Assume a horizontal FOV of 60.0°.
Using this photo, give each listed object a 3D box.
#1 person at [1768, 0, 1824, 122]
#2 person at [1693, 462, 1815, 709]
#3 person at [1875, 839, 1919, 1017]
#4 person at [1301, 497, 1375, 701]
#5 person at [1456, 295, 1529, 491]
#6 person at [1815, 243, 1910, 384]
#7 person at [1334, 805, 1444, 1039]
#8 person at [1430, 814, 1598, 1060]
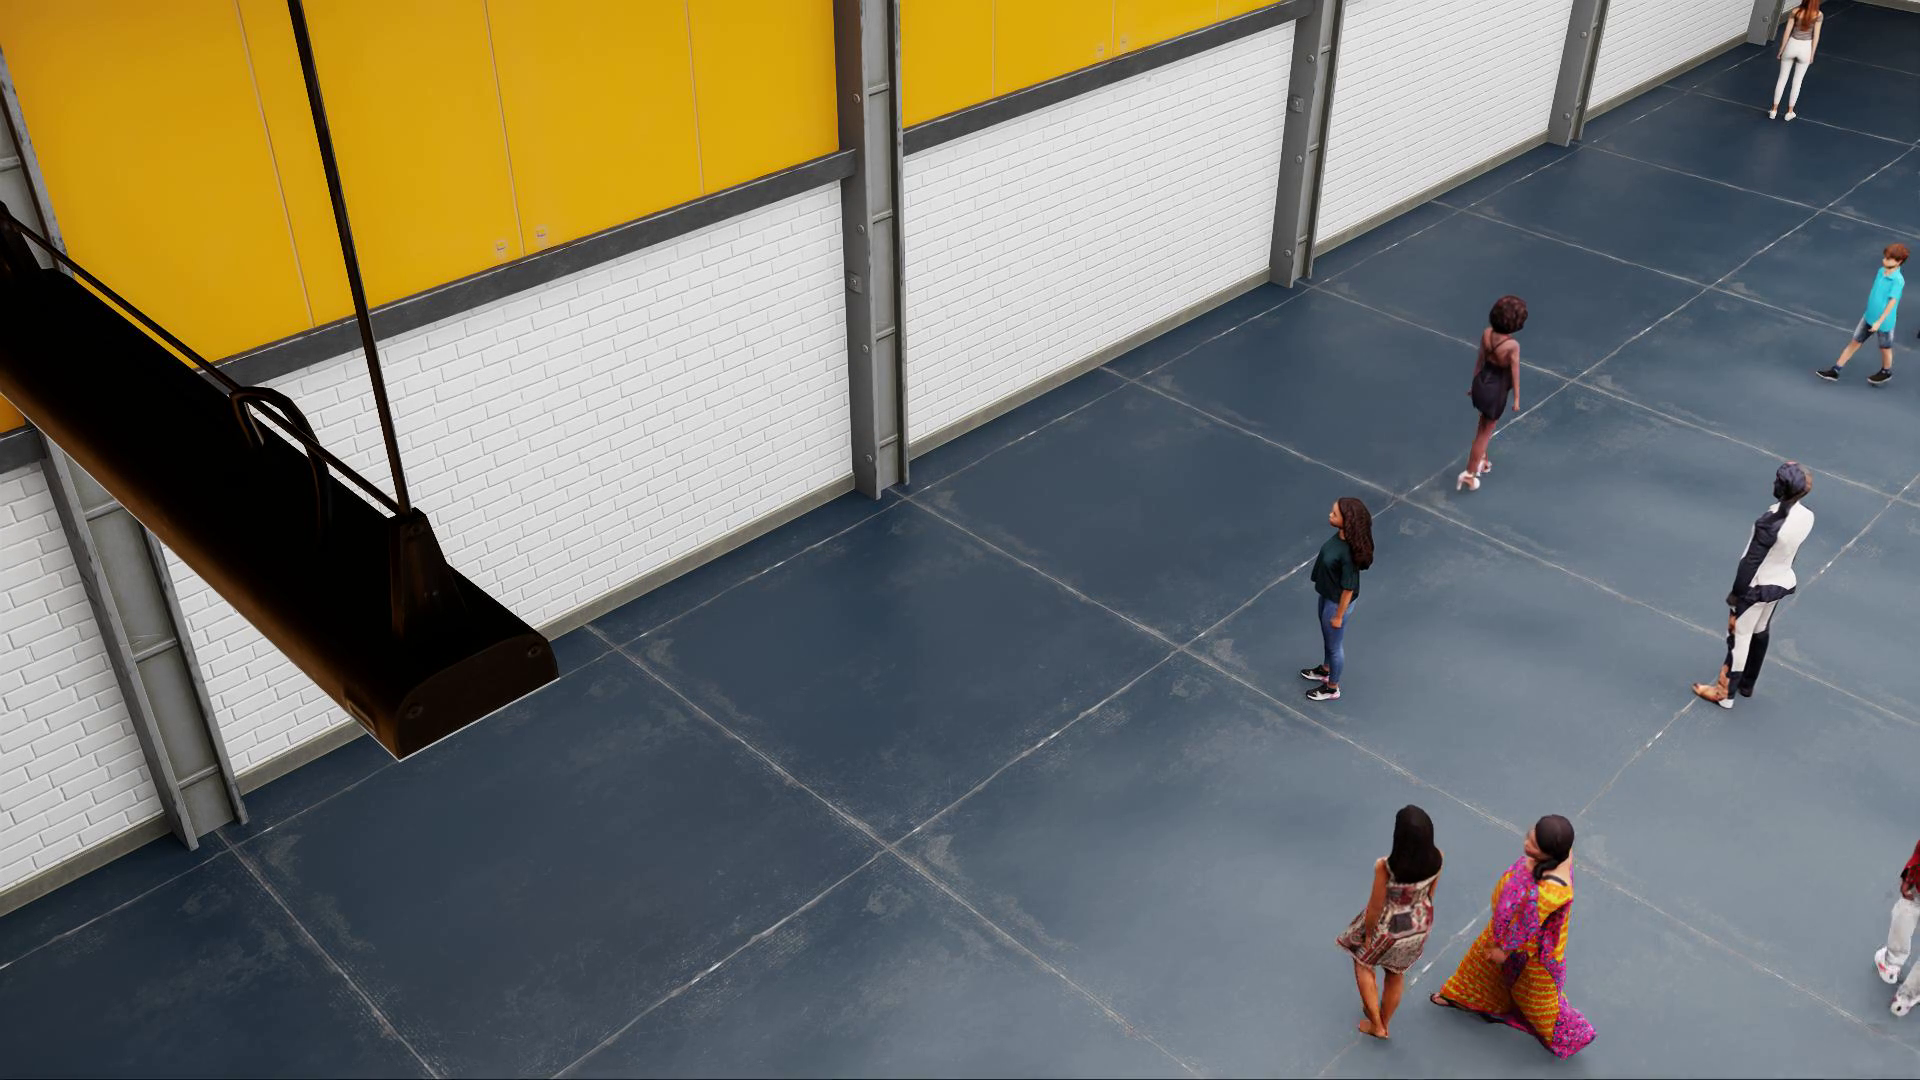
[{"bbox_3d":[10.937,-6.365,21.738,0.642,1.724,0.604,18,38,25],"label":"person"},{"bbox_3d":[5.558,0.322,11.526,0.600,1.892,0.782,-19,38,-27],"label":"person"},{"bbox_3d":[5.476,1.938,9.174,0.712,1.805,0.749,22,40,30],"label":"person"},{"bbox_3d":[2.644,0.403,11.653,0.778,1.617,0.712,2,34,3],"label":"person"},{"bbox_3d":[4.370,-1.185,13.901,0.781,1.773,0.684,-17,37,-23],"label":"person"},{"bbox_3d":[8.692,-2.086,15.592,1.040,1.402,0.875,-7,34,-11],"label":"person"},{"bbox_3d":[2.411,2.146,9.016,0.767,1.632,0.847,-8,35,-12],"label":"person"},{"bbox_3d":[3.145,2.136,8.991,1.082,1.678,1.131,7,34,11],"label":"person"}]
